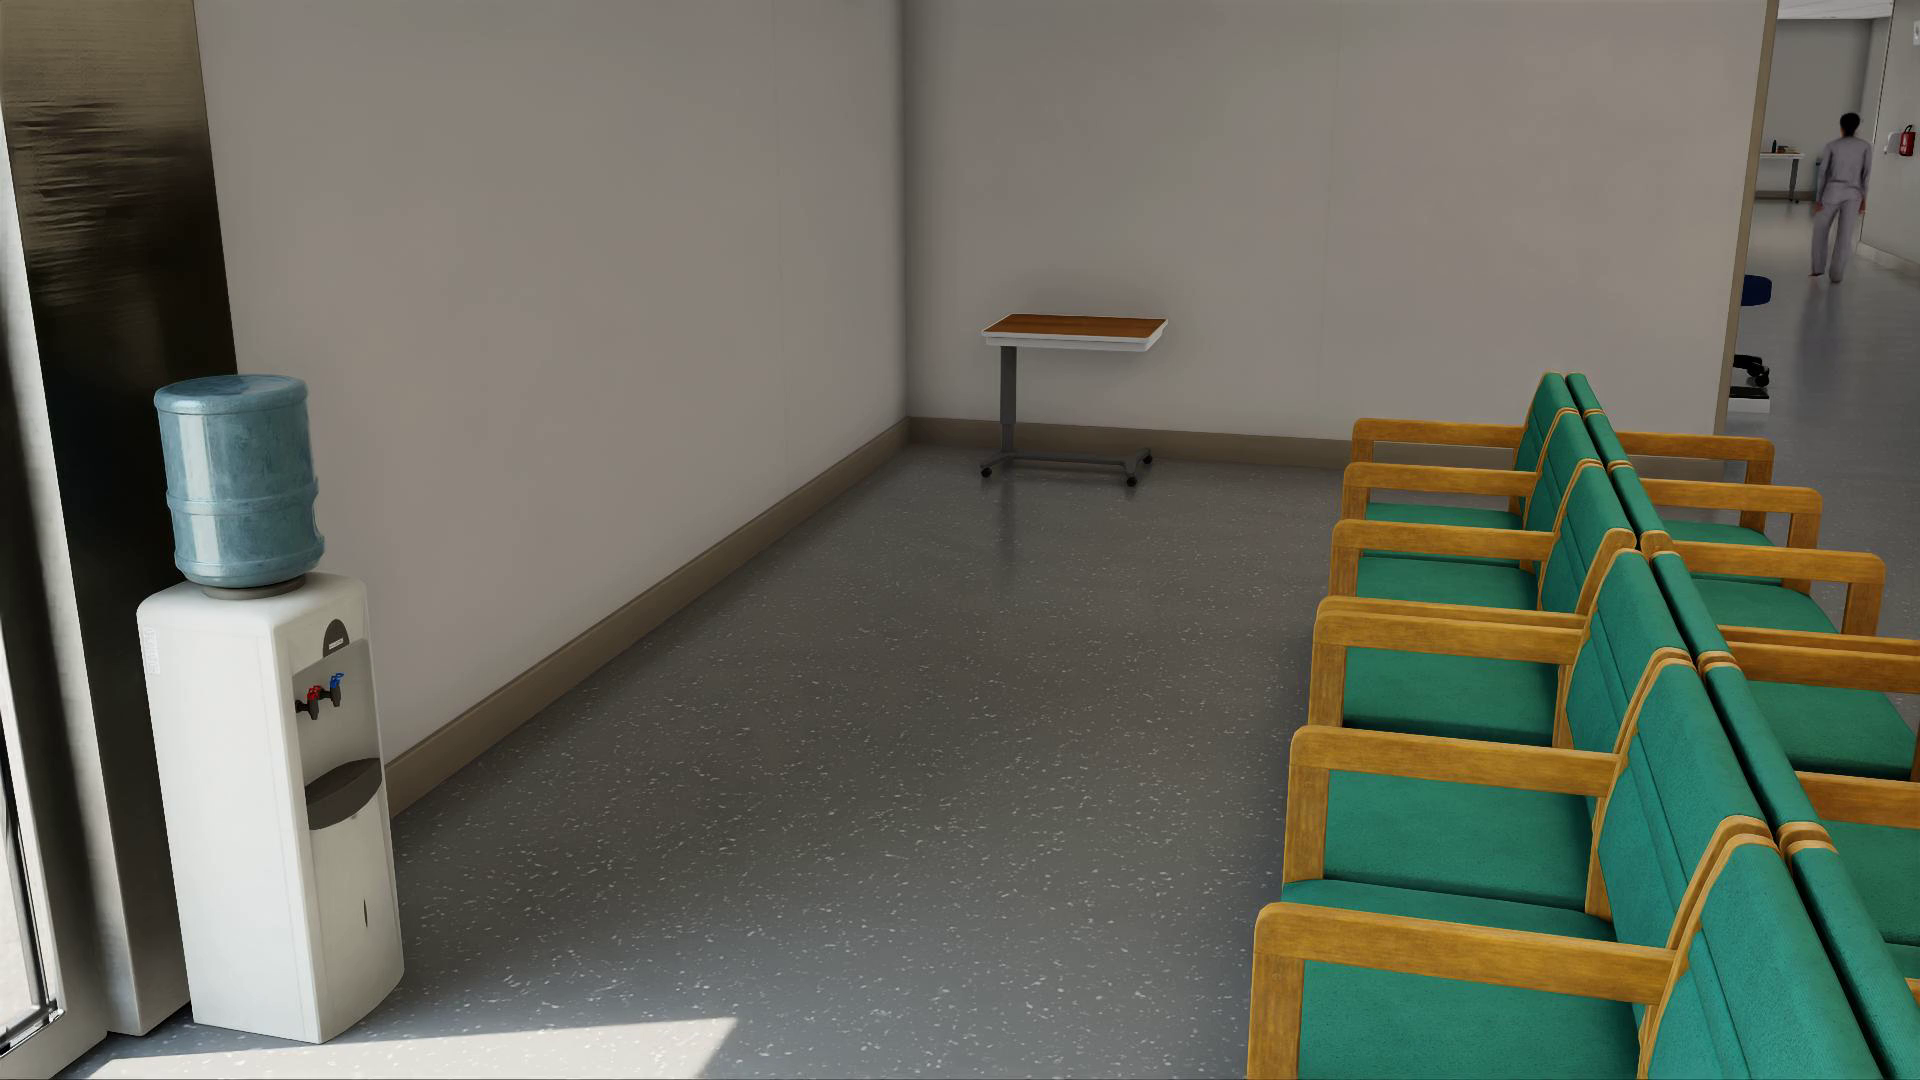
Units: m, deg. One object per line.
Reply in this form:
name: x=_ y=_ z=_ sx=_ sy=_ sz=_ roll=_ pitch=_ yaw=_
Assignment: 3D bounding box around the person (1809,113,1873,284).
person: x=9.170 y=-3.541 z=17.278 sx=0.654 sy=1.720 sz=0.757 roll=7 pitch=17 yaw=24
